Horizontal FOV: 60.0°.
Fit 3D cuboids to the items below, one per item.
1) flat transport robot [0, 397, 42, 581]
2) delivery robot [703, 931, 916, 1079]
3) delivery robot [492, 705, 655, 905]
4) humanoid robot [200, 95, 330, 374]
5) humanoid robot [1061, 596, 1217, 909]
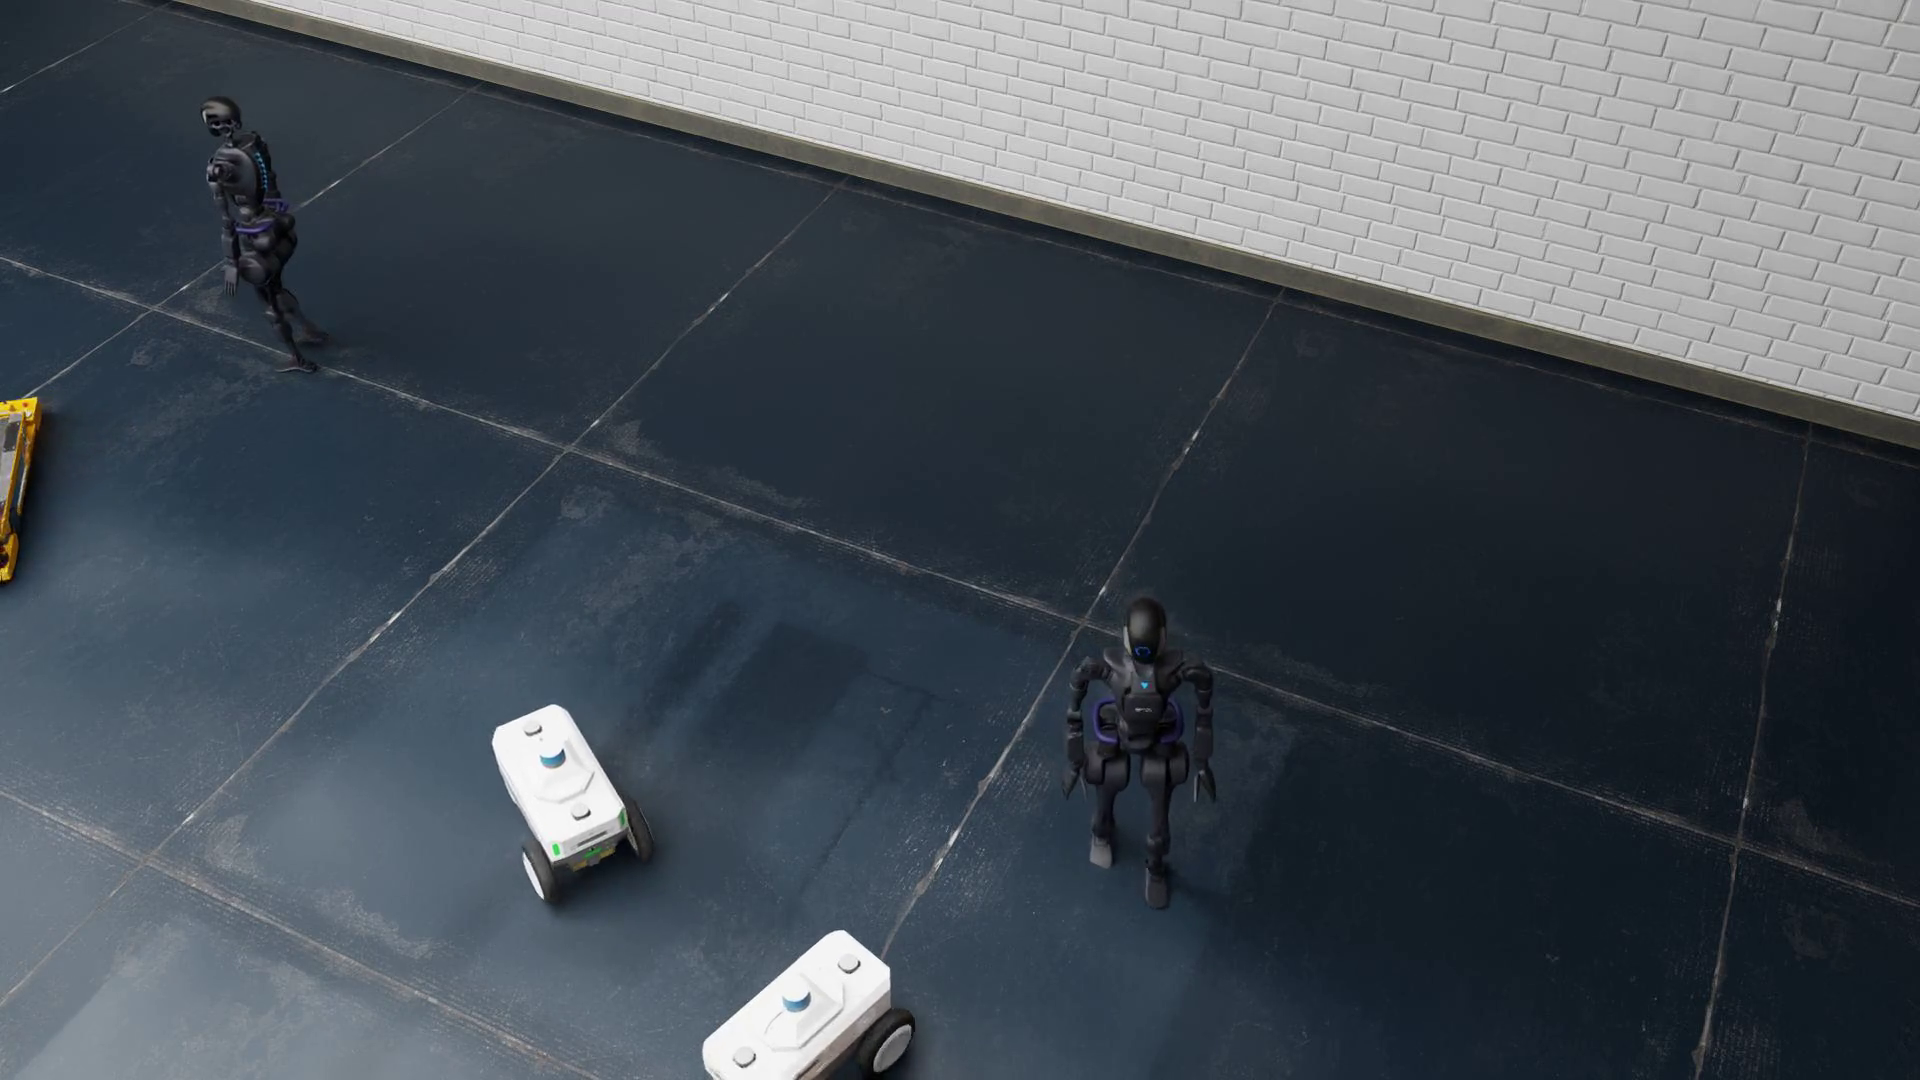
[{"bbox_3d":[-5.161,-0.258,8.533,0.659,0.231,1.431,-11,44,-12],"label":"flat transport robot"},{"bbox_3d":[-0.563,1.797,6.116,0.499,0.608,0.786,32,52,30],"label":"delivery robot"},{"bbox_3d":[-1.639,1.076,6.898,0.499,0.614,0.808,-23,48,-23],"label":"delivery robot"},{"bbox_3d":[-3.769,-1.607,8.952,0.315,1.653,0.609,6,43,7],"label":"humanoid robot"},{"bbox_3d":[0.695,0.782,6.392,0.601,1.652,0.445,1,43,1],"label":"humanoid robot"}]
